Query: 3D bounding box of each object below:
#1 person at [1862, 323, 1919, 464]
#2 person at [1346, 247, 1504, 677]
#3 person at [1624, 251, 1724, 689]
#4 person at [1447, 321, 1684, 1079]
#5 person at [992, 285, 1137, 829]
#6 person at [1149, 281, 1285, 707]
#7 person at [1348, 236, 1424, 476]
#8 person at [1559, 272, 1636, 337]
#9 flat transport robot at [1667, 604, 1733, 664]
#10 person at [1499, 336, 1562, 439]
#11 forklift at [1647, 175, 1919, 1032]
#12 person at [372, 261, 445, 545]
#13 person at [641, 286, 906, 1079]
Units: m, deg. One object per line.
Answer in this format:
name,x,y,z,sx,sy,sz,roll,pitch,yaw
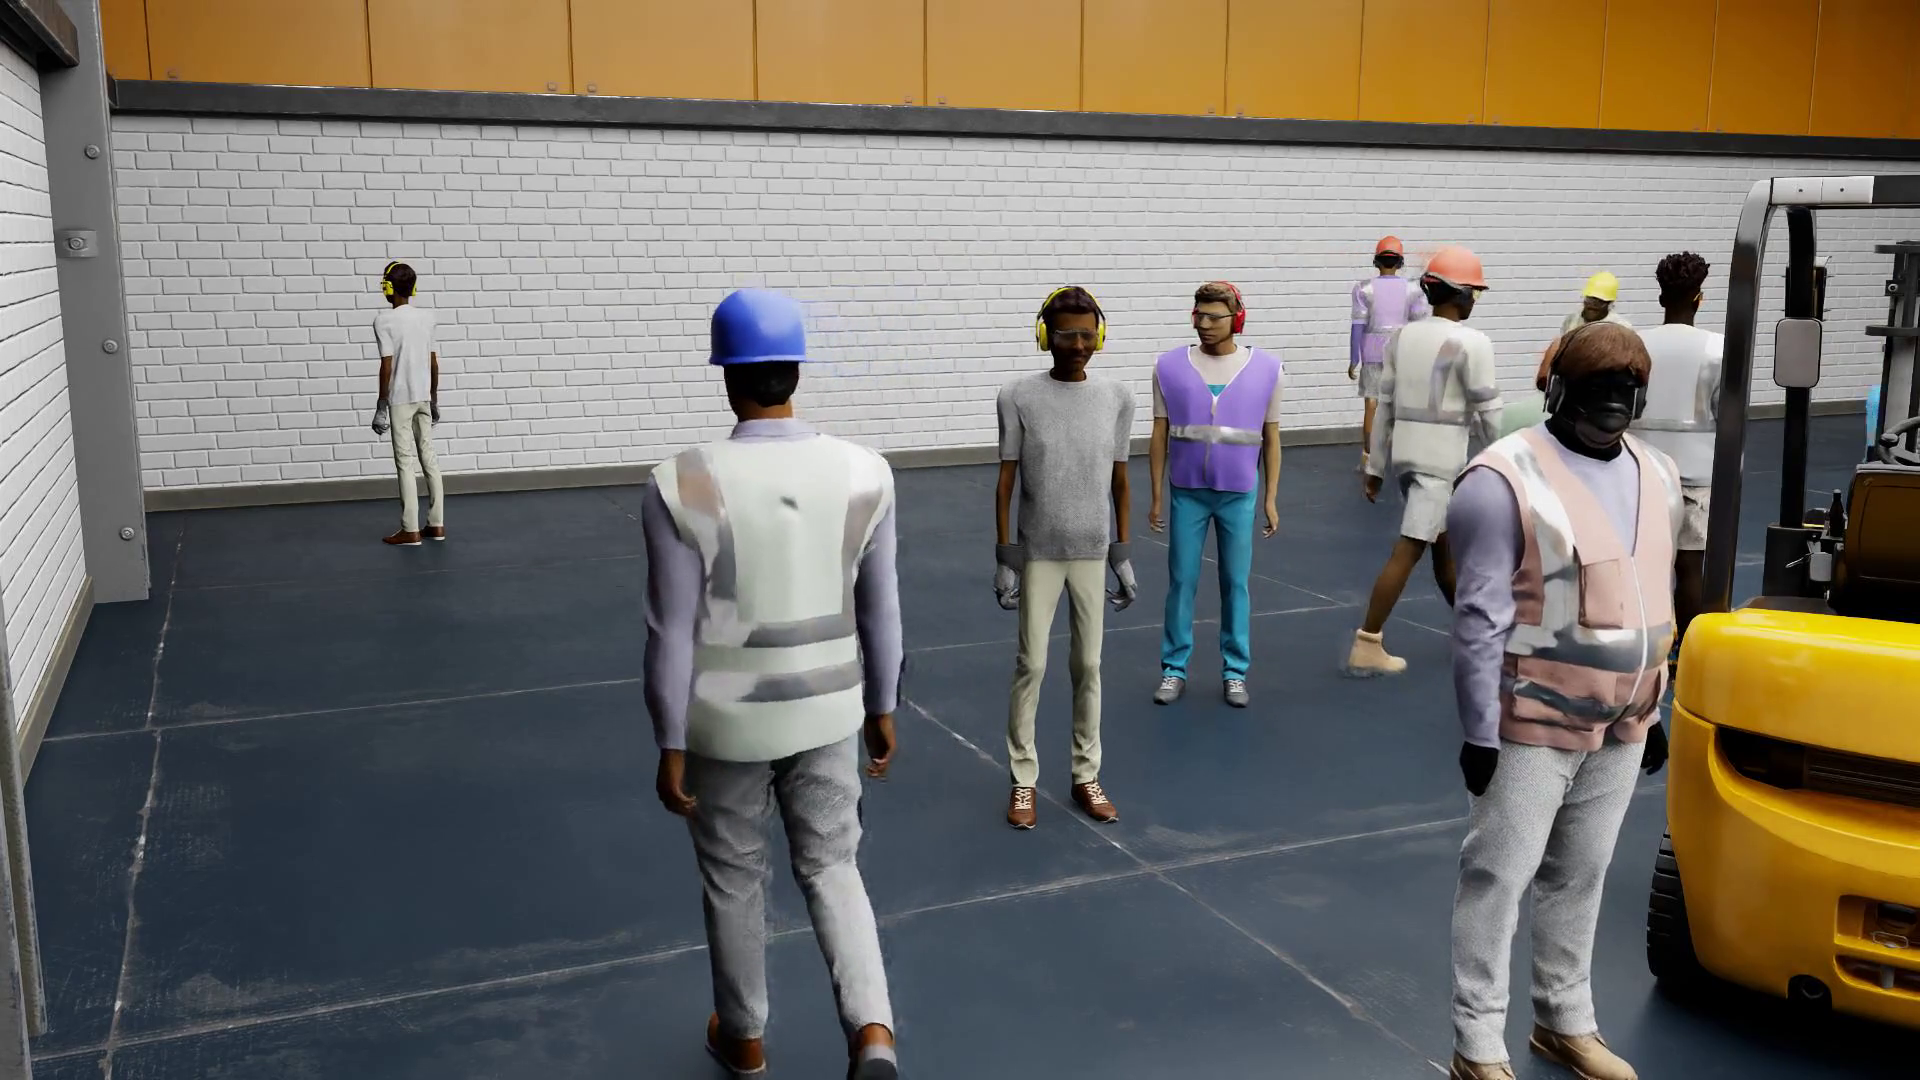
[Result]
person,4.546,-0.241,7.935,0.535,1.672,0.726,-3,11,-15
person,2.243,-0.363,7.775,1.091,1.980,0.628,-4,11,-22
person,3.192,-0.305,7.484,0.606,1.966,0.367,7,12,34
person,1.413,0.417,3.865,0.624,1.841,0.430,-5,11,-25
person,0.361,0.064,5.736,0.509,1.867,0.328,-2,10,-11
person,1.106,-0.194,7.220,0.565,1.841,0.387,2,10,11
person,3.627,-1.566,14.229,0.615,2.040,0.391,0,10,2
person,4.398,-0.981,11.703,0.747,1.787,0.619,-10,14,-43
flat transport robot,3.477,0.458,7.954,1.431,0.197,0.652,8,13,36
person,2.531,-0.061,7.104,0.547,1.614,0.377,3,11,18
forklift,2.810,0.094,4.662,1.214,2.155,2.313,7,12,34
person,-3.670,-0.897,11.014,0.328,1.873,0.519,6,12,30
person,-0.393,0.396,3.746,0.624,1.923,0.817,-5,11,-24
